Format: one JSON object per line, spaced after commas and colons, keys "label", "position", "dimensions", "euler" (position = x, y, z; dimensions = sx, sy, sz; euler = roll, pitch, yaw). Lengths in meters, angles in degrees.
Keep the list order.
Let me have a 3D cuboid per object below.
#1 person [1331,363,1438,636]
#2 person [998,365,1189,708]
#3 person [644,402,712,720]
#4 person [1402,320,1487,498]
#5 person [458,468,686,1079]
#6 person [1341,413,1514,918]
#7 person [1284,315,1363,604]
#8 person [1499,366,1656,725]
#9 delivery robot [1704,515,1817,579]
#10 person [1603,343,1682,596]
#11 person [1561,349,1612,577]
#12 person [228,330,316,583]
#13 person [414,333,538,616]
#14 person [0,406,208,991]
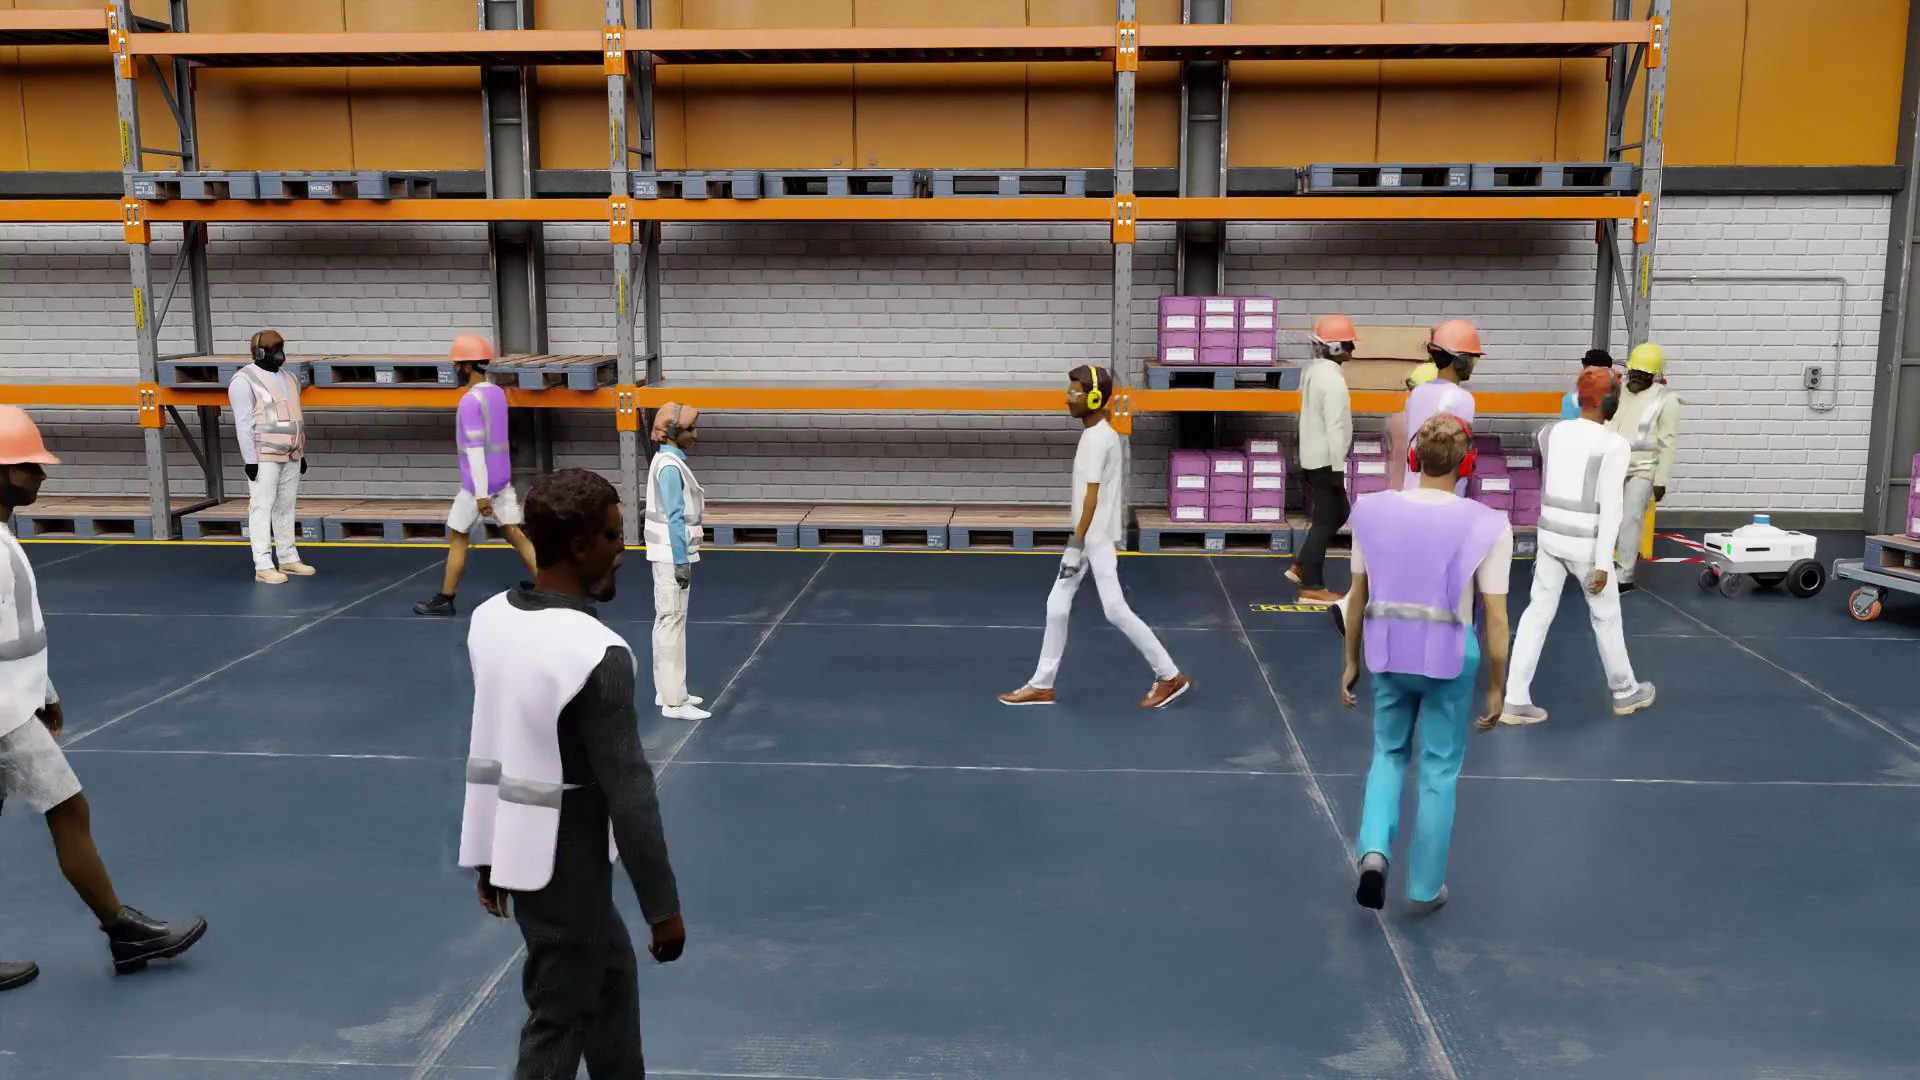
{"label": "person", "position": [2.697, -0.210, 10.144], "dimensions": [0.747, 1.739, 0.546], "euler": [-4, 10, -20]}
{"label": "person", "position": [0.735, -0.005, 8.712], "dimensions": [0.979, 1.832, 0.515], "euler": [-1, 10, -4]}
{"label": "person", "position": [-1.473, 0.105, 8.600], "dimensions": [0.310, 1.640, 0.514], "euler": [-3, 10, -15]}
{"label": "person", "position": [2.649, -0.210, 9.302], "dimensions": [0.558, 2.027, 0.624], "euler": [-3, 10, -17]}
{"label": "person", "position": [-0.841, 0.765, 4.003], "dimensions": [0.808, 1.888, 0.619], "euler": [-8, 12, -39]}
{"label": "person", "position": [1.633, 0.468, 5.898], "dimensions": [0.596, 1.832, 0.472], "euler": [6, 11, 32]}
{"label": "person", "position": [2.516, -0.536, 11.333], "dimensions": [0.443, 1.981, 0.645], "euler": [0, 10, -3]}
{"label": "person", "position": [3.178, 0.029, 8.489], "dimensions": [0.981, 1.830, 0.583], "euler": [-6, 11, -31]}
{"label": "delivery robot", "position": [5.638, 0.064, 11.735], "dimensions": [0.707, 0.478, 0.477], "euler": [-1, 10, -8]}
{"label": "person", "position": [4.703, -0.488, 11.626], "dimensions": [0.465, 1.792, 0.627], "euler": [-6, 11, -30]}
{"label": "person", "position": [4.688, -0.567, 12.364], "dimensions": [0.540, 1.695, 0.316], "euler": [-1, 10, -8]}
{"label": "person", "position": [-5.033, -0.616, 12.227], "dimensions": [0.429, 1.846, 0.626], "euler": [3, 10, 16]}
{"label": "person", "position": [-3.101, -0.405, 10.902], "dimensions": [1.022, 1.896, 0.553], "euler": [2, 10, 13]}
{"label": "person", "position": [-2.954, 0.518, 5.401], "dimensions": [0.903, 1.900, 0.575], "euler": [-6, 12, -32]}
